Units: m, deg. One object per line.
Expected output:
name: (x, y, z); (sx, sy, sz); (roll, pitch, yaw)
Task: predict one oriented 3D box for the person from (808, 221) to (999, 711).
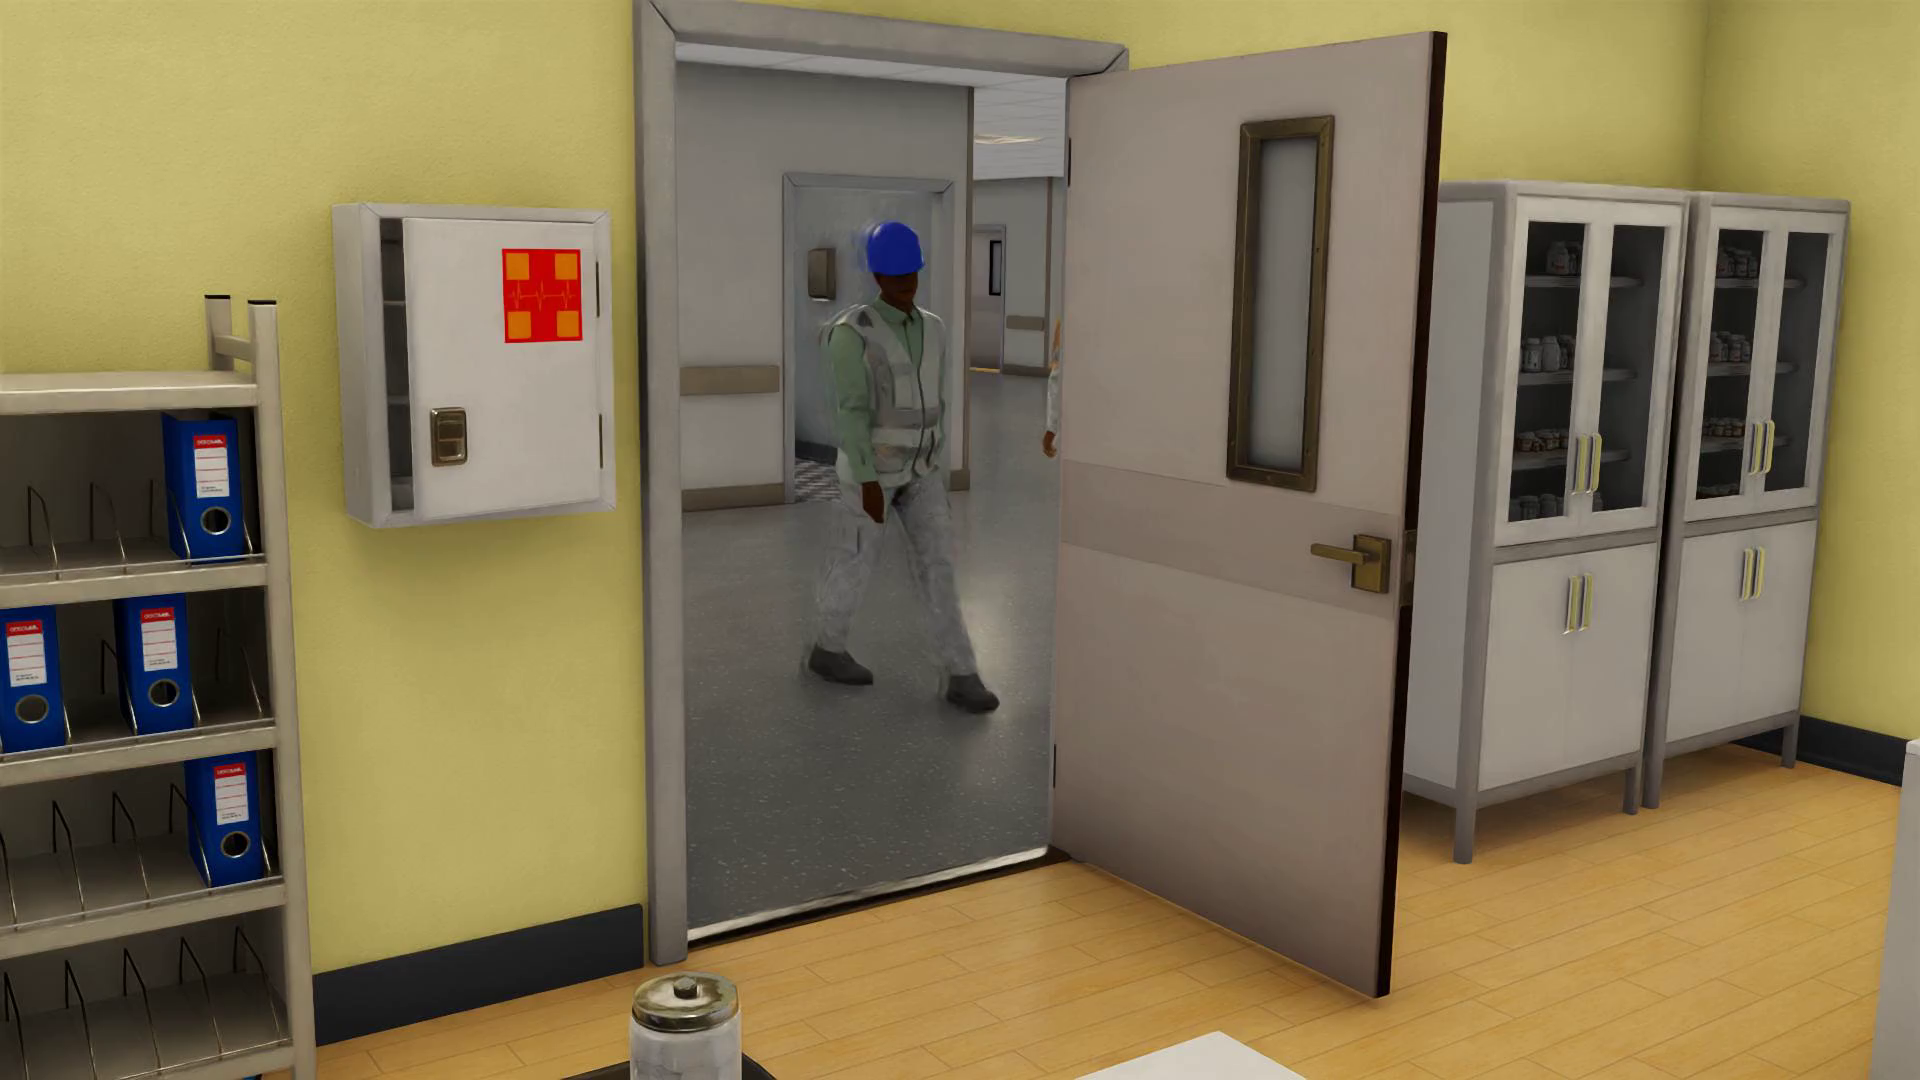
person: (-0.269, -0.293, 6.559); (0.961, 1.895, 0.617); (10, 13, 44)
